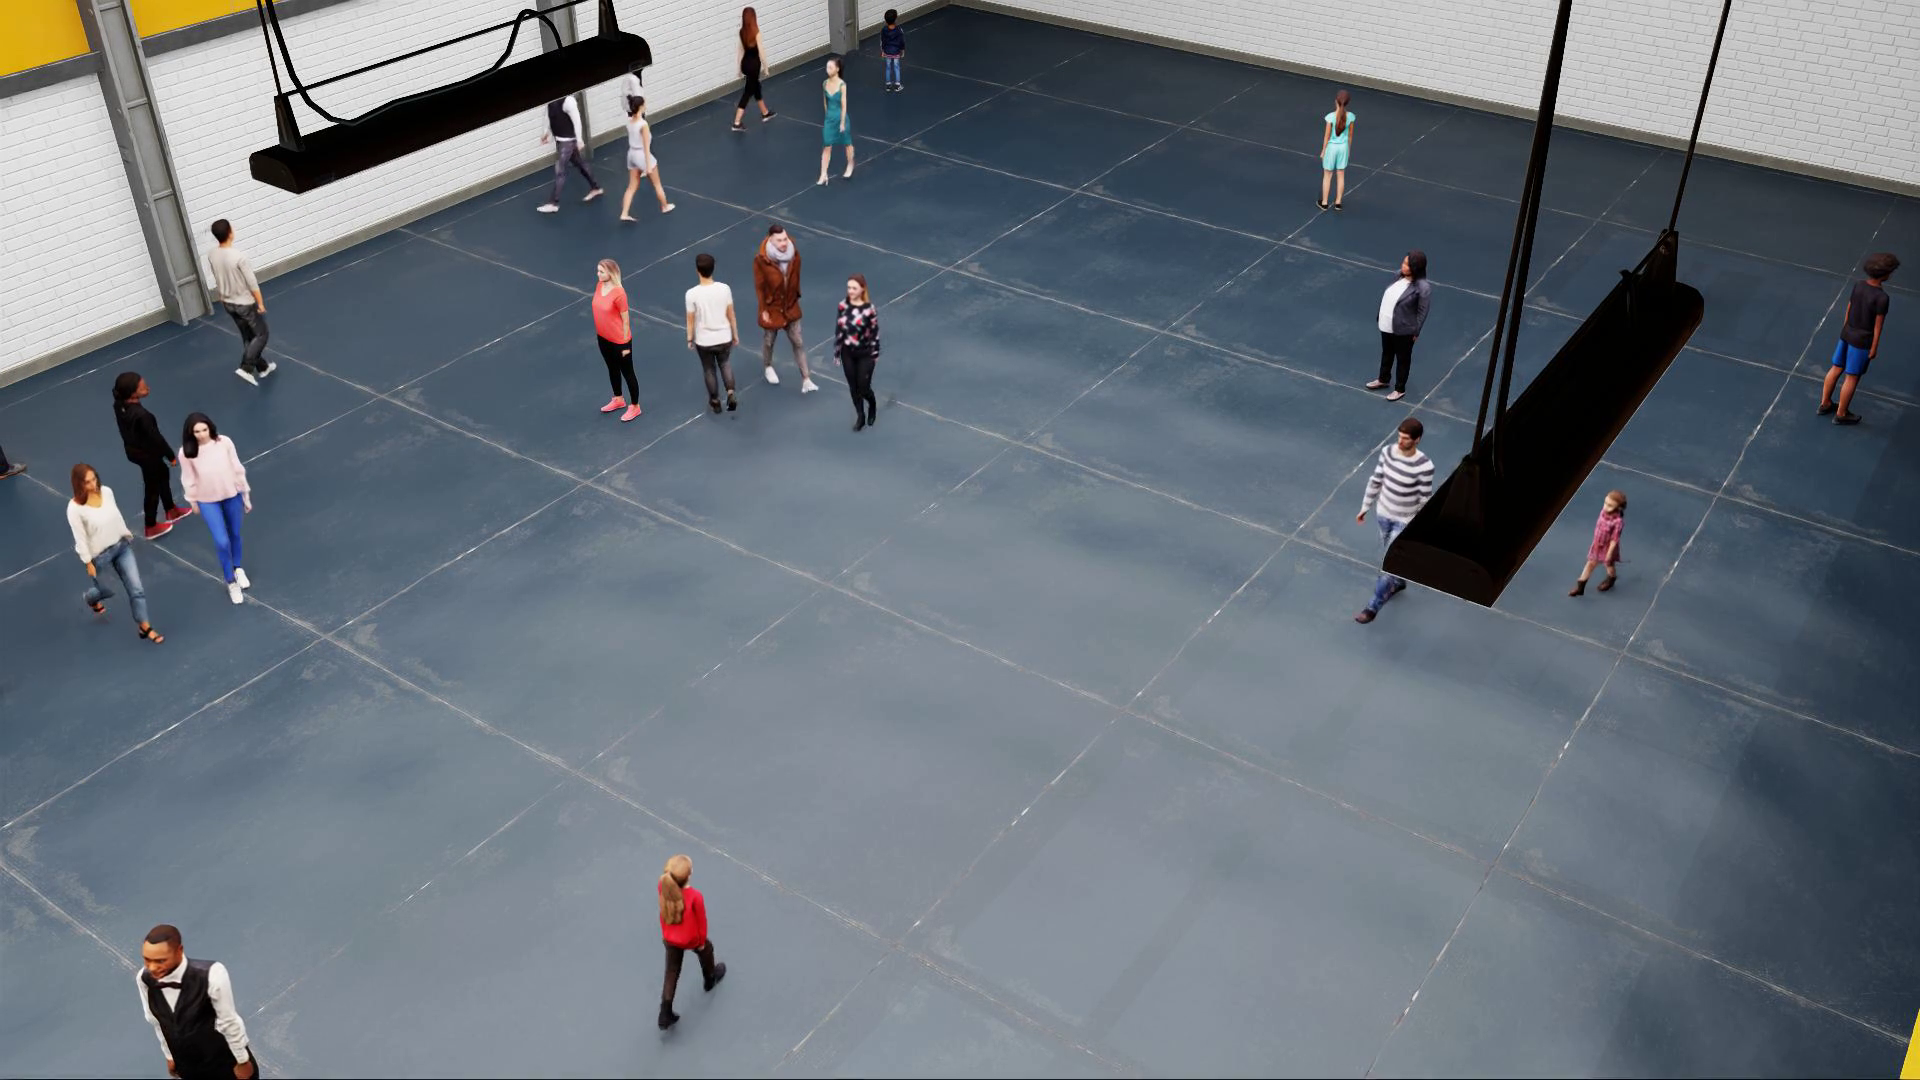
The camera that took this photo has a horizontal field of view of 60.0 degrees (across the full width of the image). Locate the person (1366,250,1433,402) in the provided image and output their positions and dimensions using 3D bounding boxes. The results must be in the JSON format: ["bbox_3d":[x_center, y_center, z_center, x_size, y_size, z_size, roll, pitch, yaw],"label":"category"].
[{"bbox_3d":[4.509,-2.213,16.999,0.801,1.598,0.778,-17,37,-24],"label":"person"}]

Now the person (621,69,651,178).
[{"bbox_3d":[-4.313,-5.704,22.159,0.730,1.700,0.706,-11,35,-17],"label":"person"}]

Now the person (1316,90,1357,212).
[{"bbox_3d":[4.798,-4.974,21.189,0.649,1.558,0.699,-2,34,-3],"label":"person"}]

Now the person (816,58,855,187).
[{"bbox_3d":[-1.561,-5.511,21.921,0.612,1.642,1.016,18,38,25],"label":"person"}]

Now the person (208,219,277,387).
[{"bbox_3d":[-7.436,-2.412,17.118,0.856,1.798,1.011,8,35,12],"label":"person"}]

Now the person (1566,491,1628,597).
[{"bbox_3d":[5.540,0.032,14.161,0.785,1.000,0.643,-14,36,-20],"label":"person"}]

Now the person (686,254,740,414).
[{"bbox_3d":[-2.436,-2.000,16.582,0.868,1.704,0.913,-13,36,-19],"label":"person"}]

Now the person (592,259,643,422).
[{"bbox_3d":[-3.438,-2.016,16.616,0.606,1.694,0.543,25,41,33],"label":"person"}]

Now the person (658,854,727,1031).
[{"bbox_3d":[-1.738,2.468,10.256,0.656,1.266,0.945,10,35,15],"label":"person"}]

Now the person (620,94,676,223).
[{"bbox_3d":[-4.069,-4.734,20.792,0.660,1.597,1.073,27,42,34],"label":"person"}]

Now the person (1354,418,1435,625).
[{"bbox_3d":[3.695,-0.230,13.822,1.148,1.812,0.880,-22,39,-29],"label":"person"}]

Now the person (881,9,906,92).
[{"bbox_3d":[-1.030,-7.417,25.168,0.586,1.221,0.594,5,34,7],"label":"person"}]

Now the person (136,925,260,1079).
[{"bbox_3d":[-4.150,2.788,9.190,0.772,1.913,0.764,4,34,5],"label":"person"}]

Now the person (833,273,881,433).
[{"bbox_3d":[-0.981,-1.872,16.418,0.628,1.673,0.650,13,36,18],"label":"person"}]

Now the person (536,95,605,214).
[{"bbox_3d":[-4.938,-5.084,21.160,1.309,1.773,0.908,-26,41,-33],"label":"person"}]

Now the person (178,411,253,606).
[{"bbox_3d":[-6.281,-0.364,14.081,0.794,1.749,0.839,-19,38,-26],"label":"person"}]

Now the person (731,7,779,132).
[{"bbox_3d":[-3.023,-6.623,23.558,0.669,1.680,1.188,25,41,33],"label":"person"}]

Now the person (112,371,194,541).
[{"bbox_3d":[-7.258,-0.706,14.682,0.595,1.652,0.715,19,38,27],"label":"person"}]

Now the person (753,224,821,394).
[{"bbox_3d":[-1.906,-2.392,17.092,1.151,1.792,1.063,-17,37,-24],"label":"person"}]

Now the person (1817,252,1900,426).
[{"bbox_3d":[8.917,-2.009,16.515,0.739,1.794,0.697,-10,35,-14],"label":"person"}]

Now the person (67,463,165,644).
[{"bbox_3d":[-6.968,0.090,13.484,0.769,1.654,0.982,15,36,21],"label":"person"}]
